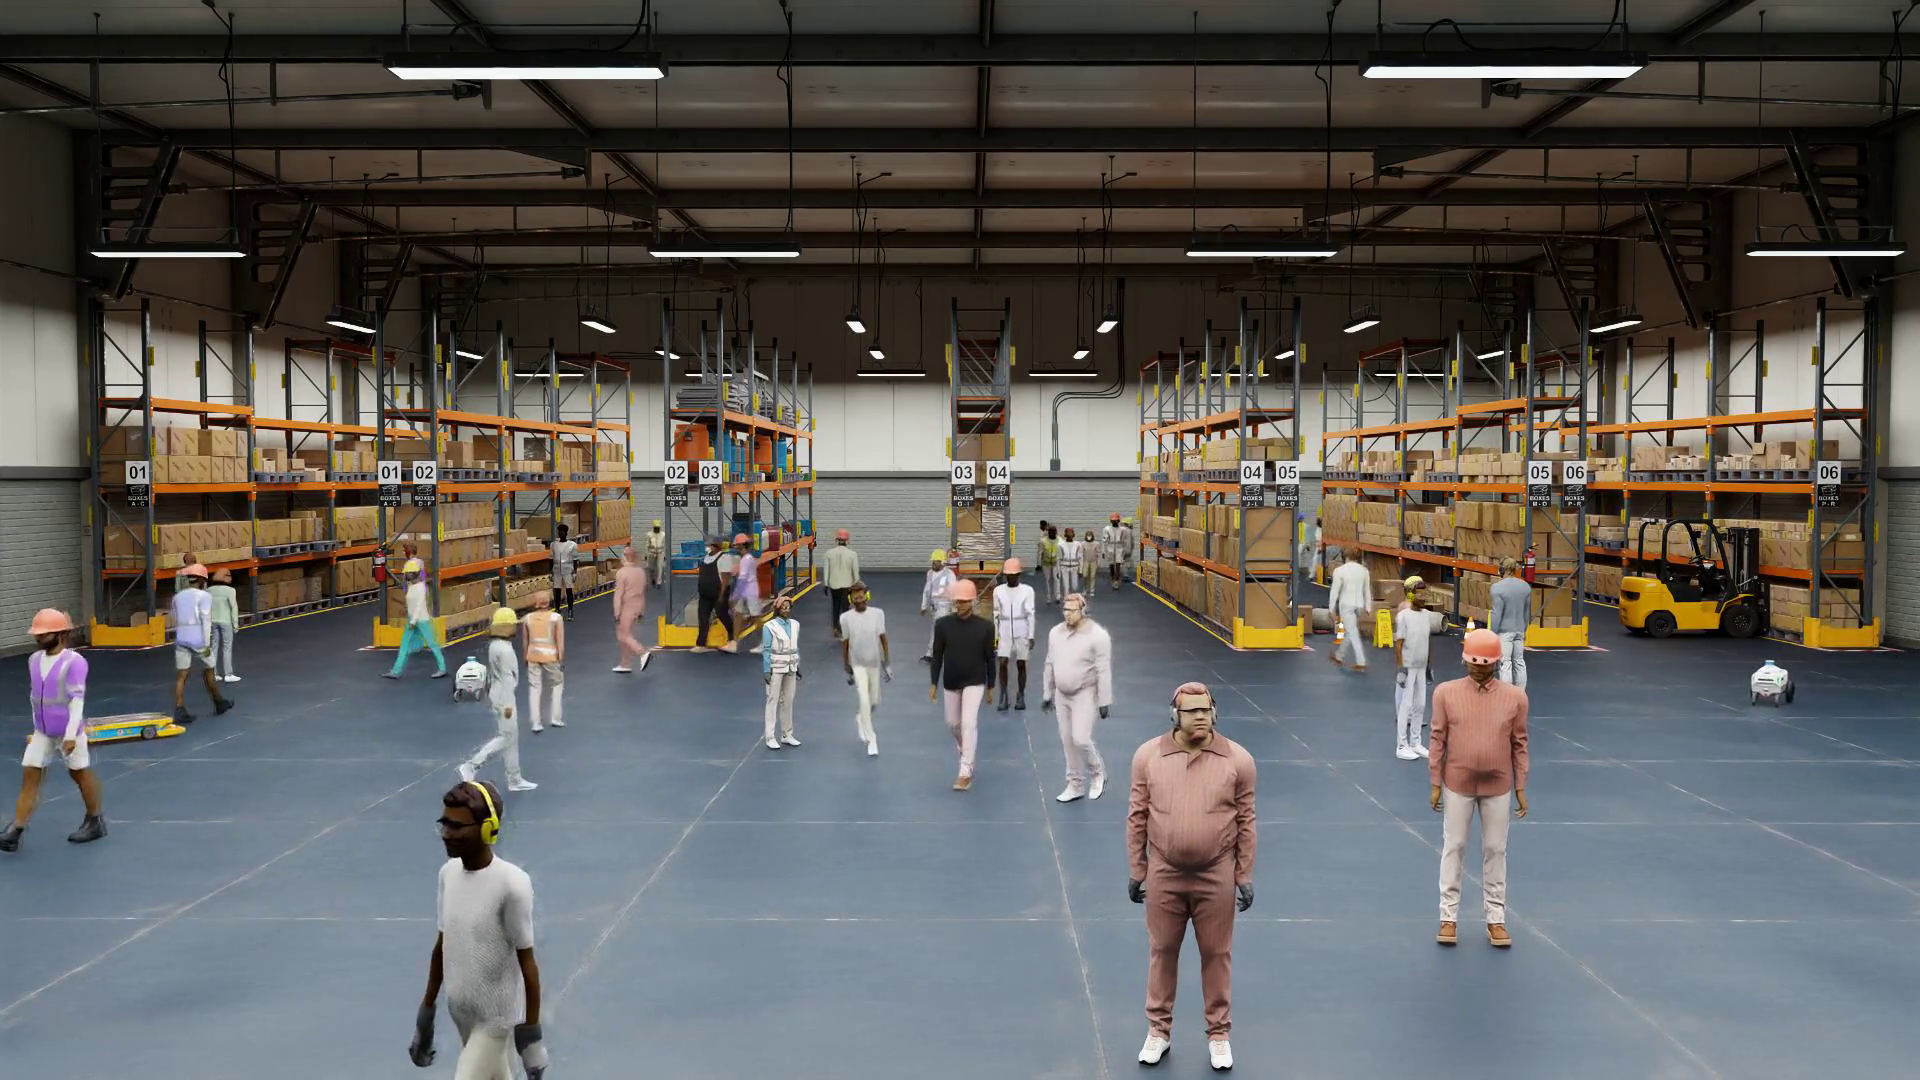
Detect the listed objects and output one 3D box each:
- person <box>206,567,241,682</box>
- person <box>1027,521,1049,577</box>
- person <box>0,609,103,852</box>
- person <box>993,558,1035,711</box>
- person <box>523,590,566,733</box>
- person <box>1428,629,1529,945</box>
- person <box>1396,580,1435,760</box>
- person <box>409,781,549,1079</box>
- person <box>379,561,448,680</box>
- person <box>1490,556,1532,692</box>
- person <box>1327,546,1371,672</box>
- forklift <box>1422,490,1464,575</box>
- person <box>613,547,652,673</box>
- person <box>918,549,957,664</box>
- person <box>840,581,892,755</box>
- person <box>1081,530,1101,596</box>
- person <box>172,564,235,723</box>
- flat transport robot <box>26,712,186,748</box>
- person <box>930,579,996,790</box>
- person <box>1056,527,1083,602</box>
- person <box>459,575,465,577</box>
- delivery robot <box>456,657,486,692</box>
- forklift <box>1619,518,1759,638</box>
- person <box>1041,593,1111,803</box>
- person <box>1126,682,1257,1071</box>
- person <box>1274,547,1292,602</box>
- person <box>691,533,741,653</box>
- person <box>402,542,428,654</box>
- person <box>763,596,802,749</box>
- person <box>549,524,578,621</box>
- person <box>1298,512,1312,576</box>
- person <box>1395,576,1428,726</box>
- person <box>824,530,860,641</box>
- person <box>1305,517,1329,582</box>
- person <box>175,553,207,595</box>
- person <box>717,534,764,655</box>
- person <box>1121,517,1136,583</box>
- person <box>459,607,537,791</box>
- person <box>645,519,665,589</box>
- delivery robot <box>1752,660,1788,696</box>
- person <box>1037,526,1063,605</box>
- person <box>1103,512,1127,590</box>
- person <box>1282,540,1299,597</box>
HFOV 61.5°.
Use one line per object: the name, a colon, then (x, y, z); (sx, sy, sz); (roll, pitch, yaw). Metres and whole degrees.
person: (-10.542, 1.206, 23.077); (0.507, 1.631, 0.275); (1, 2, 13)
person: (2.347, 0.268, 46.391); (0.886, 1.643, 0.546); (0, 2, -7)
person: (-7.179, 1.492, 12.714); (0.583, 1.883, 0.985); (1, 2, 15)
person: (0.662, 1.189, 20.156); (0.563, 1.908, 0.819); (0, 2, 12)
person: (-4.774, 1.388, 18.597); (0.538, 1.614, 0.616); (0, 2, 9)
person: (3.265, 1.545, 10.170); (0.610, 1.985, 0.392); (0, 2, 11)
person: (4.761, 1.347, 16.844); (0.522, 1.854, 0.350); (-2, 3, -35)
person: (-1.822, 1.794, 5.969); (0.548, 1.816, 0.967); (2, 3, 42)
person: (-7.849, 1.163, 23.307); (0.956, 1.708, 0.527); (-2, 3, -41)
person: (6.843, 1.172, 20.155); (0.627, 1.941, 0.370); (-1, 3, -27)
person: (5.858, 1.033, 24.444); (0.646, 1.875, 1.030); (-1, 3, -27)
forklift: (13.926, -0.371, 47.846); (1.873, 2.768, 1.129); (0, 2, 0)
person: (-4.879, 1.046, 23.968); (0.687, 1.882, 0.654); (1, 2, 23)
person: (-0.332, 1.038, 25.472); (0.922, 1.786, 0.611); (-2, 3, -44)
person: (-1.026, 1.338, 17.288); (0.554, 1.832, 0.776); (-1, 2, -16)
person: (3.177, 0.567, 39.374); (0.516, 1.620, 0.392); (0, 2, 5)
person: (-9.195, 1.231, 19.504); (0.570, 1.871, 0.990); (0, 2, 11)
flat transport robot: (-9.476, 2.102, 17.941); (0.652, 0.197, 1.431); (2, 3, 41)
person: (0.050, 1.344, 15.474); (0.616, 1.966, 0.910); (1, 2, 16)
person: (2.321, 0.642, 34.390); (0.581, 1.867, 0.566); (0, 2, -4)
person: (-11.921, 0.452, 38.260); (0.633, 1.938, 0.356); (0, 2, -2)
delivery robot: (-6.440, 1.783, 21.290); (0.477, 0.478, 0.707); (-1, 2, -13)
forklift: (13.417, 0.684, 29.791); (2.313, 2.155, 1.214); (0, 2, 0)
person: (1.030, 1.421, 14.540); (0.661, 1.894, 0.415); (2, 3, 45)
person: (1.153, 1.664, 8.086); (0.651, 1.913, 0.410); (0, 2, 12)
person: (7.370, 0.530, 37.128); (0.582, 1.866, 1.012); (-1, 3, -33)
person: (-4.084, 0.868, 27.073); (0.685, 2.000, 0.895); (2, 3, 34)
person: (-9.039, 0.957, 26.763); (0.389, 1.841, 0.564); (0, 2, 4)
person: (-1.924, 1.425, 17.482); (0.307, 1.639, 0.525); (2, 3, 41)
person: (-8.080, 0.653, 32.867); (0.607, 1.966, 0.367); (0, 2, 4)
person: (9.948, 0.127, 47.237); (1.043, 1.888, 0.609); (0, 2, -10)
person: (5.333, 1.304, 19.077); (0.326, 1.760, 0.524); (0, 2, -5)
person: (-2.094, 0.802, 28.930); (0.662, 1.974, 0.571); (0, 2, 10)
person: (10.061, 0.249, 44.762); (0.947, 1.842, 0.561); (-1, 3, -27)
person: (-13.069, 1.035, 27.450); (0.508, 1.629, 0.315); (-2, 3, -37)
person: (-3.538, 0.898, 26.416); (0.950, 1.973, 0.576); (-1, 2, -21)
person: (4.596, 0.274, 44.220); (0.427, 1.817, 0.629); (0, 2, -10)
person: (-4.281, 1.481, 14.957); (0.656, 1.724, 0.491); (-1, 3, -28)
person: (-7.968, 0.353, 42.380); (0.598, 1.813, 0.755); (0, 2, -11)
delivery robot: (10.466, 1.800, 20.866); (0.477, 0.478, 0.707); (2, 3, 35)
person: (2.084, 0.580, 36.810); (0.638, 1.791, 0.942); (0, 2, 5)
person: (4.038, 0.272, 42.049); (0.620, 2.011, 0.956); (0, 2, 10)
person: (7.739, 0.610, 38.072); (0.508, 1.632, 0.264); (0, 2, -2)
